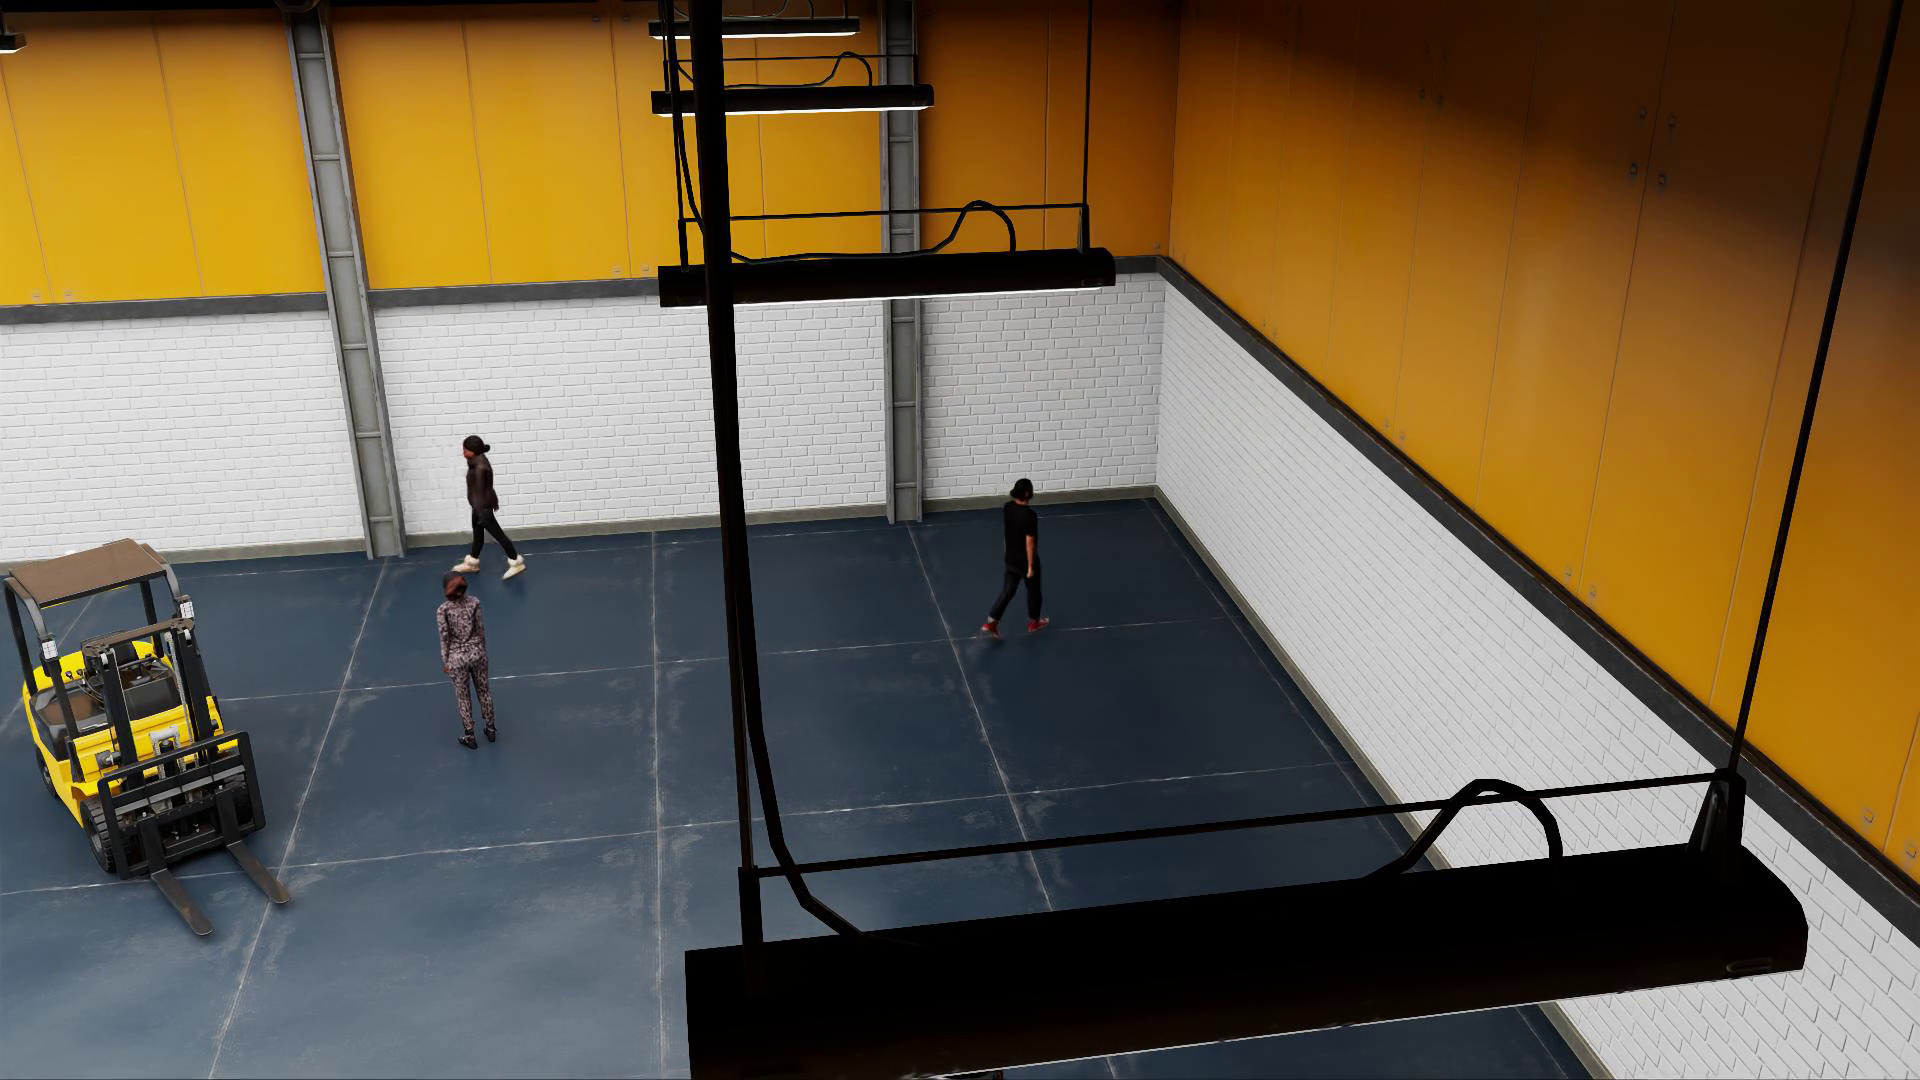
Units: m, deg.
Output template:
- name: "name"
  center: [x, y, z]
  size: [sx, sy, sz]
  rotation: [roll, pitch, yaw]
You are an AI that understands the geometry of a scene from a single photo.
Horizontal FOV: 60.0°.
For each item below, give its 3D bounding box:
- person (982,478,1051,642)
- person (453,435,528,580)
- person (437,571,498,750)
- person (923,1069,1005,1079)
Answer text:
- name: "person"
  center: [0.551, 0.219, 16.799]
  size: [1.190, 1.736, 1.014]
  rotation: [-20, 31, -39]
- name: "person"
  center: [-5.362, -0.344, 18.184]
  size: [1.032, 1.656, 0.597]
  rotation: [-5, 24, -11]
- name: "person"
  center: [-4.422, 1.061, 14.894]
  size: [0.610, 1.717, 0.715]
  rotation: [-17, 29, -33]
- name: "person"
  center: [0.027, 3.164, 9.954]
  size: [0.476, 1.821, 0.711]
  rotation: [-4, 24, -9]
